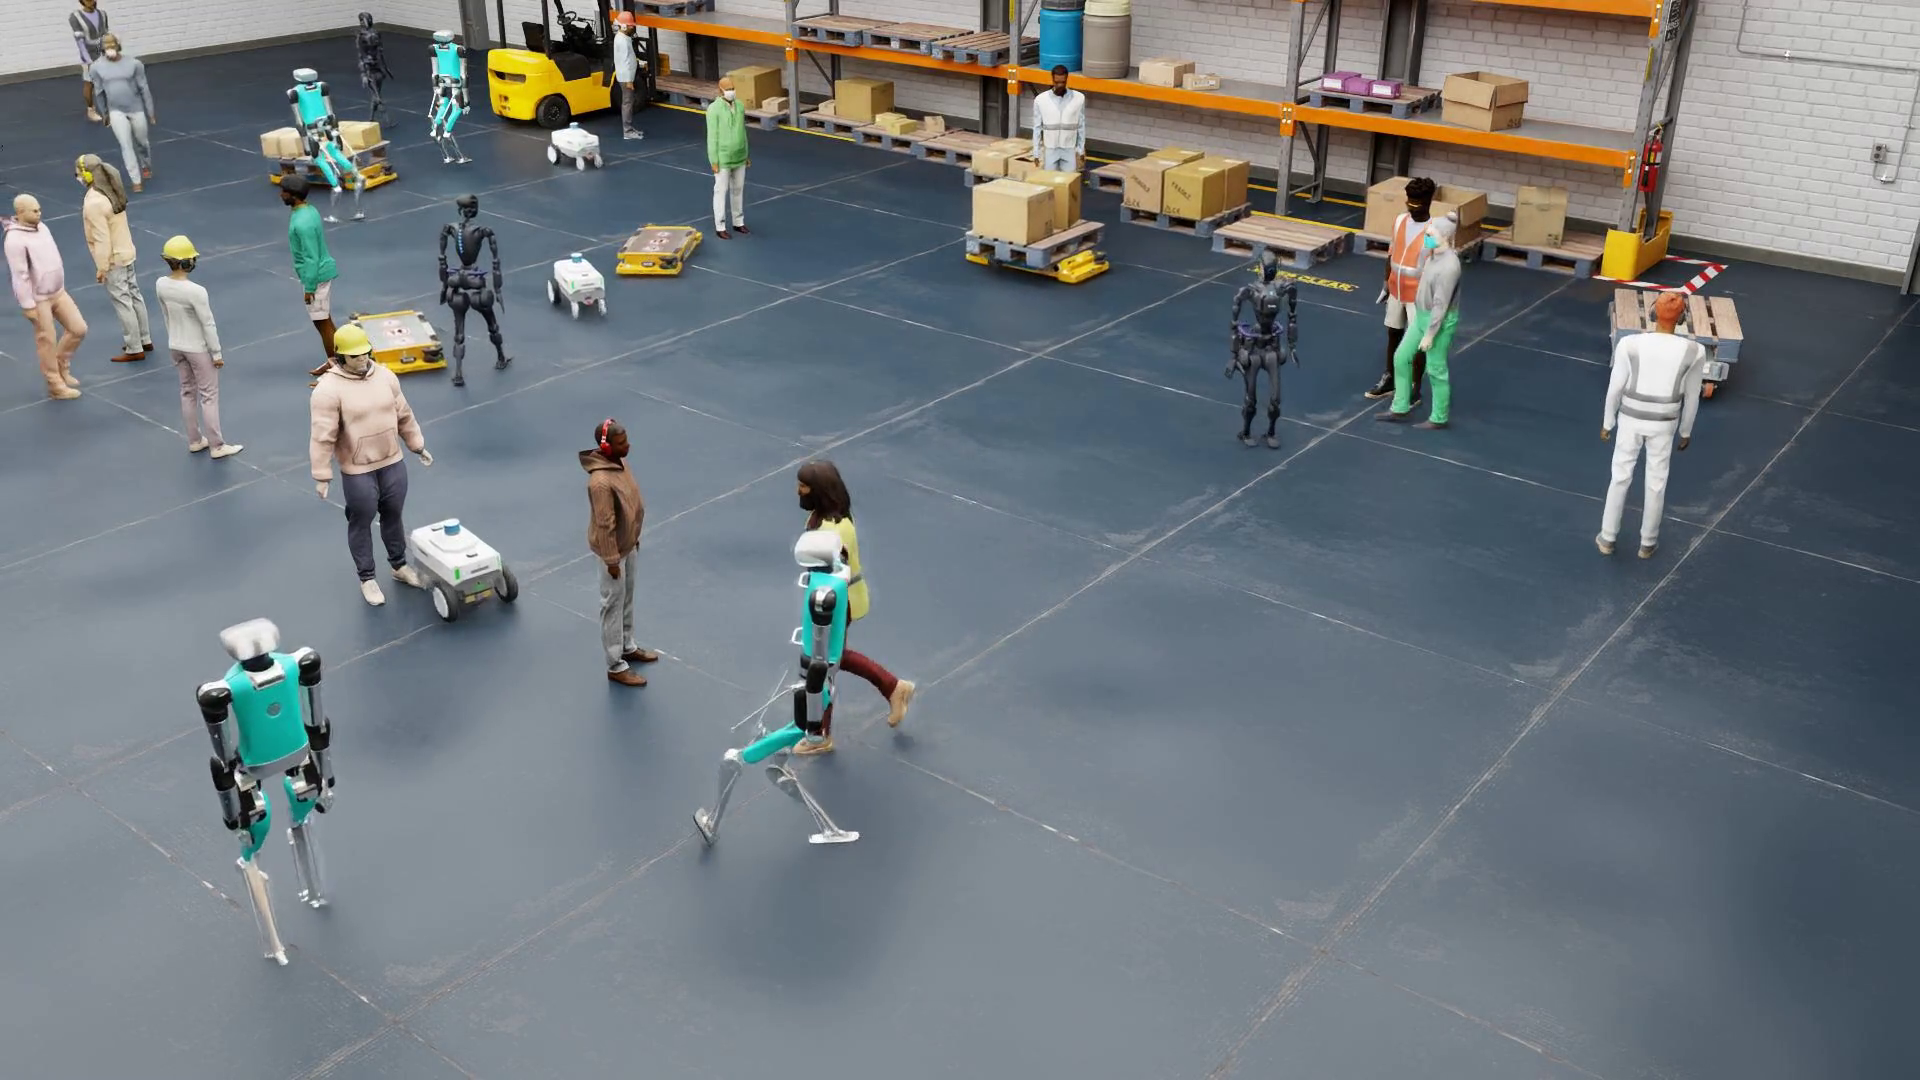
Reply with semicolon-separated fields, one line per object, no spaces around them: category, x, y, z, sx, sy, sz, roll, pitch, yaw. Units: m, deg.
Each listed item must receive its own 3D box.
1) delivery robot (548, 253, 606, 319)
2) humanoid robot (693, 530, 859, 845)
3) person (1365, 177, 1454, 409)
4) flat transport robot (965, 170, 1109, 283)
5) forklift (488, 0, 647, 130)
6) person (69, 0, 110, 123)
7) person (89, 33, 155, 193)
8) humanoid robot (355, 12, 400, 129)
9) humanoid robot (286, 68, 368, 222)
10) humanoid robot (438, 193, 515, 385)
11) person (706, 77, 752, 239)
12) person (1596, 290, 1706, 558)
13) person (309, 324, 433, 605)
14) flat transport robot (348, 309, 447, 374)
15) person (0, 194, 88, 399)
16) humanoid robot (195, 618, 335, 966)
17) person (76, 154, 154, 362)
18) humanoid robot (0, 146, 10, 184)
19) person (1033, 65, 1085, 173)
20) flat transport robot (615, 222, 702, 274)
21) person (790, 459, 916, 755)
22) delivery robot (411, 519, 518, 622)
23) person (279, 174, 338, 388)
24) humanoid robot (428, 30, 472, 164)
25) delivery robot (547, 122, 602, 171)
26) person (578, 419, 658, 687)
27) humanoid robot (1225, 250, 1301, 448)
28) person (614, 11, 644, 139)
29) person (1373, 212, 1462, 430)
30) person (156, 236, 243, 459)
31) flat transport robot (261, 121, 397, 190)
delivery robot;-3.784;-2.548;16.520;0.499;0.595;0.792;-12;28;-24
humanoid robot;-0.994;0.772;8.305;0.944;1.764;0.530;1;26;2
person;3.769;-2.070;13.915;0.375;1.958;0.603;-18;31;-33
flat transport robot;0.821;-3.035;17.857;1.431;0.231;0.659;18;31;33
forklift;-5.874;-7.334;24.552;1.214;2.155;2.313;19;32;34
person;-12.542;-7.043;24.195;1.078;1.979;0.601;15;30;28
person;-10.440;-5.377;20.827;0.635;1.906;0.902;-11;28;-21
humanoid robot;-8.427;-6.785;24.040;0.740;1.632;0.588;9;27;19
humanoid robot;-7.227;-4.518;19.227;0.842;1.763;0.561;16;30;29
humanoid robot;-4.300;-2.224;14.611;0.612;1.616;0.764;4;26;9
person;-2.600;-4.311;18.758;0.384;1.781;0.551;22;34;38
person;4.683;-0.779;11.326;0.582;1.883;0.339;9;27;18
person;-3.843;-0.513;10.796;0.406;1.867;0.806;20;32;35
flat transport robot;-5.218;-1.842;15.386;0.659;0.231;1.431;-12;28;-23
person;-7.755;-2.048;14.086;0.477;1.767;0.563;4;26;8
humanoid robot;-3.225;1.106;7.637;0.796;1.802;0.531;22;34;38
person;-7.603;-2.536;14.981;0.412;1.876;0.550;-2;26;-4
humanoid robot;-12.357;-5.313;20.949;0.391;1.643;0.600;-12;28;-23
person;1.118;-4.420;18.845;0.601;1.906;0.414;-3;26;-5
flat transport robot;-3.275;-3.175;18.146;0.659;0.231;1.431;1;26;3
person;-0.630;0.363;9.131;0.716;1.751;0.485;-3;26;-6
delivery robot;-3.287;0.166;10.910;0.499;0.606;0.790;-21;33;-36
person;-5.594;-2.252;14.417;0.397;1.850;0.494;-7;27;-15
humanoid robot;-6.687;-5.699;21.531;0.533;1.677;0.735;8;27;15
delivery robot;-5.116;-5.235;22.103;0.499;0.611;0.812;-23;34;-39
person;-2.032;0.057;9.857;0.327;1.650;0.459;3;26;6
humanoid robot;2.387;-1.504;13.076;0.610;1.635;0.407;-6;26;-12
person;-4.671;-6.544;23.432;0.352;1.740;0.571;-6;26;-12
person;3.720;-1.750;13.405;0.711;1.820;0.548;-2;26;-3
person;-5.955;-1.501;12.968;0.516;1.756;0.336;12;28;23
flat transport robot;-8.017;-4.694;21.291;1.431;0.231;0.659;8;27;16
